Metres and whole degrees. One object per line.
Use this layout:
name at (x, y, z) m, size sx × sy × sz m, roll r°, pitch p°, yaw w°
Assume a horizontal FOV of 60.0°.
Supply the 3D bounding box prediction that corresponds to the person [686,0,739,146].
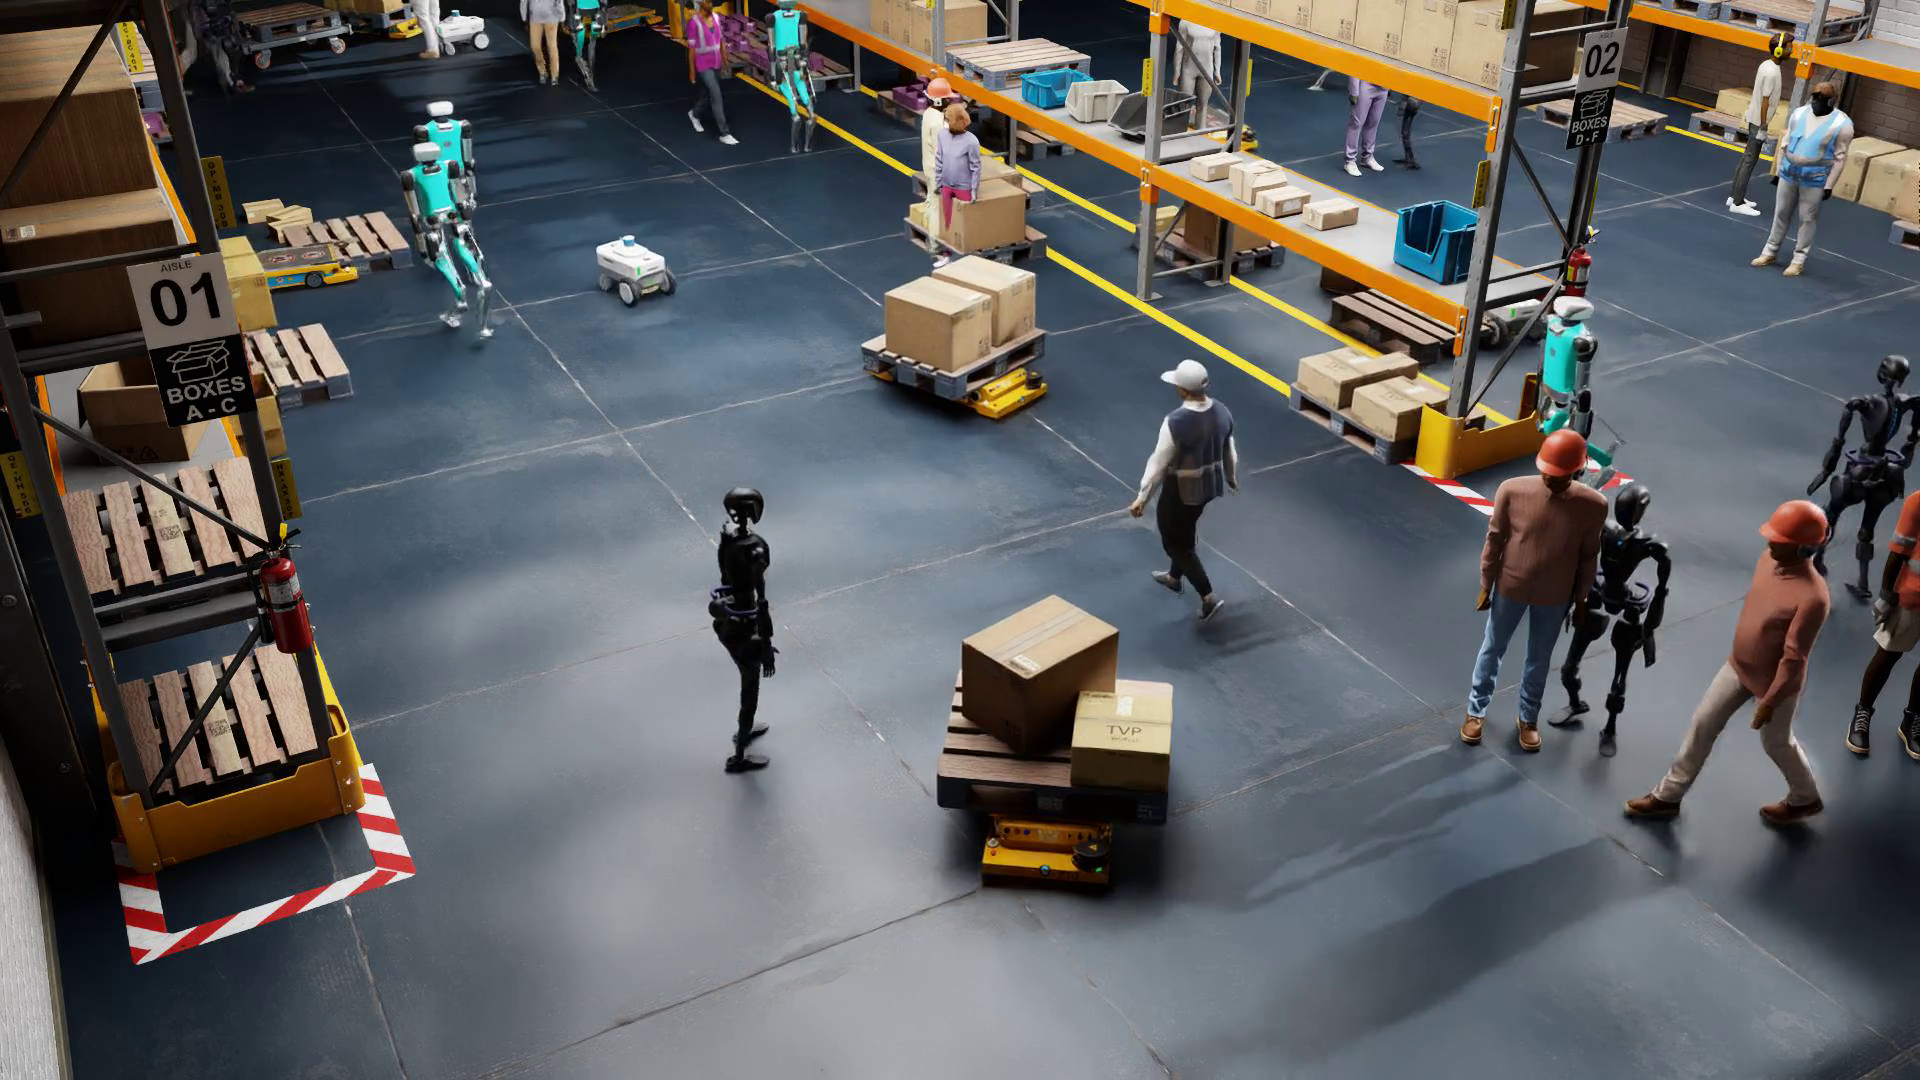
person at (-2.995, -5.635, 19.672) m, size 0.855 × 1.799 × 0.518 m, roll 20°, pitch 35°, yaw 30°

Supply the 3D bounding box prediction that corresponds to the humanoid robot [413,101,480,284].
humanoid robot at (-4.836, -3.255, 15.623) m, size 0.553 × 1.816 × 0.708 m, roll -17°, pitch 34°, yaw -28°

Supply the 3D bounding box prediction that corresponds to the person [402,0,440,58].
person at (-7.505, -7.670, 23.205) m, size 0.650 × 1.829 × 0.440 m, roll -21°, pitch 36°, yaw -32°

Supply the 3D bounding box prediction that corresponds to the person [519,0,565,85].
person at (-5.495, -6.859, 21.878) m, size 0.596 × 1.723 × 0.426 m, roll -1°, pitch 30°, yaw -3°

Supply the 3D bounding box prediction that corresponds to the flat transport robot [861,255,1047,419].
flat transport robot at (-0.043, -1.380, 13.812) m, size 1.431 × 0.231 × 0.659 m, roll 22°, pitch 37°, yaw 34°

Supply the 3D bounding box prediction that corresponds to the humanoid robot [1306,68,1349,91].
humanoid robot at (4.915, -6.623, 21.524) m, size 0.884 × 1.829 × 0.551 m, roll 6°, pitch 30°, yaw 10°

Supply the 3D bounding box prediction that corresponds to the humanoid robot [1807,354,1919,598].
humanoid robot at (5.847, -0.435, 10.765) m, size 0.601 × 1.637 × 0.593 m, roll -1°, pitch 30°, yaw -1°

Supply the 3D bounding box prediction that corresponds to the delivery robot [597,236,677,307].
delivery robot at (-3.055, -2.527, 15.540) m, size 0.816 × 0.613 × 0.499 m, roll 26°, pitch 39°, yaw 38°

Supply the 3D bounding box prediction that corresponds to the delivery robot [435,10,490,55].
delivery robot at (-7.137, -7.255, 23.770) m, size 0.784 × 0.612 × 0.507 m, roll -21°, pitch 36°, yaw -32°

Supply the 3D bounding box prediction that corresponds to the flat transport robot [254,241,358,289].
flat transport robot at (-6.538, -2.568, 15.880) m, size 1.431 × 0.231 × 0.659 m, roll -12°, pitch 32°, yaw -21°

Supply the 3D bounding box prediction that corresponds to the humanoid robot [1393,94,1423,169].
humanoid robot at (5.128, -5.010, 18.748) m, size 0.397 × 1.664 × 0.593 m, roll 11°, pitch 32°, yaw 19°

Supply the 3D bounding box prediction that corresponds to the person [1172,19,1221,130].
person at (2.741, -5.429, 19.230) m, size 0.572 × 1.897 × 0.360 m, roll -3°, pitch 30°, yaw -5°

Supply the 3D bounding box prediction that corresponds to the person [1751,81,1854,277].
person at (8.024, -3.433, 15.808) m, size 0.431 × 1.843 × 0.623 m, roll -19°, pitch 35°, yaw -30°

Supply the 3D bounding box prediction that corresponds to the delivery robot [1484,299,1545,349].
delivery robot at (4.801, -2.045, 14.686) m, size 0.499 × 0.598 × 0.791 m, roll -10°, pitch 31°, yaw -17°

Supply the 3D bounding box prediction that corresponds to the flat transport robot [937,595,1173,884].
flat transport robot at (0.528, 1.322, 9.108) m, size 0.659 × 0.231 × 1.431 m, roll 4°, pitch 30°, yaw 7°

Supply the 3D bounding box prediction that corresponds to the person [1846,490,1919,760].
person at (5.360, 0.325, 9.142) m, size 0.605 × 1.966 × 0.368 m, roll 6°, pitch 30°, yaw 10°

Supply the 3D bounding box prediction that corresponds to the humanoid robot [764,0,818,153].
humanoid robot at (-1.885, -5.331, 19.234) m, size 0.546 × 1.805 × 0.690 m, roll -18°, pitch 35°, yaw -29°

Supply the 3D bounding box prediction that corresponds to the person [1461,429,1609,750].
person at (3.176, 0.275, 9.206) m, size 0.610 × 1.989 × 0.388 m, roll 8°, pitch 31°, yaw 13°

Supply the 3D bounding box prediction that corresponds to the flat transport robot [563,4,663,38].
flat transport robot at (-5.213, -7.793, 24.976) m, size 0.659 × 0.231 × 1.431 m, roll 21°, pitch 36°, yaw 32°

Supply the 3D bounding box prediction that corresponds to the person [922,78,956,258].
person at (-0.202, -3.629, 16.236) m, size 0.324 × 1.751 × 0.558 m, roll -5°, pitch 30°, yaw -9°

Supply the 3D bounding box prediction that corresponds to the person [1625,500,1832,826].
person at (4.172, 0.671, 8.560) m, size 1.004 × 1.955 × 0.614 m, roll -3°, pitch 30°, yaw -6°

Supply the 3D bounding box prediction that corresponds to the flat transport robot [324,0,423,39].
flat transport robot at (-8.661, -7.675, 24.770) m, size 1.431 × 0.231 × 0.659 m, roll 10°, pitch 31°, yaw 16°

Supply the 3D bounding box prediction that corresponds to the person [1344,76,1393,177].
person at (4.593, -5.040, 18.537) m, size 0.640 × 1.913 × 0.411 m, roll -19°, pitch 35°, yaw -29°

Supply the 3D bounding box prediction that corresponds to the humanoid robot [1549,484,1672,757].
humanoid robot at (3.635, 0.413, 9.268) m, size 0.586 × 1.646 × 0.365 m, roll 22°, pitch 37°, yaw 33°

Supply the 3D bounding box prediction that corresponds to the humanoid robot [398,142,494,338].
humanoid robot at (-4.314, -2.469, 14.273) m, size 0.562 × 1.756 × 1.000 m, roll -23°, pitch 37°, yaw -34°

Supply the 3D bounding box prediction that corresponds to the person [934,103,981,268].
person at (-0.031, -3.357, 15.881) m, size 0.502 × 1.631 × 0.280 m, roll 21°, pitch 36°, yaw 32°

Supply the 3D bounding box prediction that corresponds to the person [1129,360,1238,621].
person at (1.475, -0.309, 10.484) m, size 0.793 × 1.729 × 0.733 m, roll -22°, pitch 36°, yaw -33°

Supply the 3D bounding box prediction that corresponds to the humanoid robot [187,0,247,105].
humanoid robot at (-9.441, -6.403, 21.189) m, size 0.609 × 1.649 × 0.622 m, roll -12°, pitch 32°, yaw -19°

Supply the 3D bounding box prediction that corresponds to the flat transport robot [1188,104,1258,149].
flat transport robot at (2.982, -4.987, 20.090) m, size 0.659 × 0.231 × 1.431 m, roll -9°, pitch 31°, yaw -16°

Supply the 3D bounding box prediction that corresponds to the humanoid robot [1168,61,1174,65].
humanoid robot at (3.195, -7.319, 22.744) m, size 0.592 × 1.639 × 0.584 m, roll 7°, pitch 31°, yaw 12°

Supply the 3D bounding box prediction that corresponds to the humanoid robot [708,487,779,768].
humanoid robot at (-1.233, 0.466, 9.200) m, size 0.407 × 1.642 × 0.596 m, roll -17°, pitch 34°, yaw -27°

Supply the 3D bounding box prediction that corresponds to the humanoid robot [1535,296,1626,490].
humanoid robot at (4.268, -0.785, 11.416) m, size 0.727 × 1.893 × 0.541 m, roll -8°, pitch 31°, yaw -13°

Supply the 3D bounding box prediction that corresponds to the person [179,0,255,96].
person at (-9.857, -6.685, 21.421) m, size 1.021 × 1.898 × 0.626 m, roll -2°, pitch 30°, yaw -4°

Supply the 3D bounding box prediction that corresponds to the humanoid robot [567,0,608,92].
humanoid robot at (-4.919, -6.785, 21.791) m, size 0.556 × 1.763 × 0.940 m, roll -13°, pitch 32°, yaw -21°

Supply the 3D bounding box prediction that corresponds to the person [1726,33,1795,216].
person at (8.382, -4.349, 17.374) m, size 0.329 × 1.872 × 0.507 m, roll 9°, pitch 31°, yaw 15°
